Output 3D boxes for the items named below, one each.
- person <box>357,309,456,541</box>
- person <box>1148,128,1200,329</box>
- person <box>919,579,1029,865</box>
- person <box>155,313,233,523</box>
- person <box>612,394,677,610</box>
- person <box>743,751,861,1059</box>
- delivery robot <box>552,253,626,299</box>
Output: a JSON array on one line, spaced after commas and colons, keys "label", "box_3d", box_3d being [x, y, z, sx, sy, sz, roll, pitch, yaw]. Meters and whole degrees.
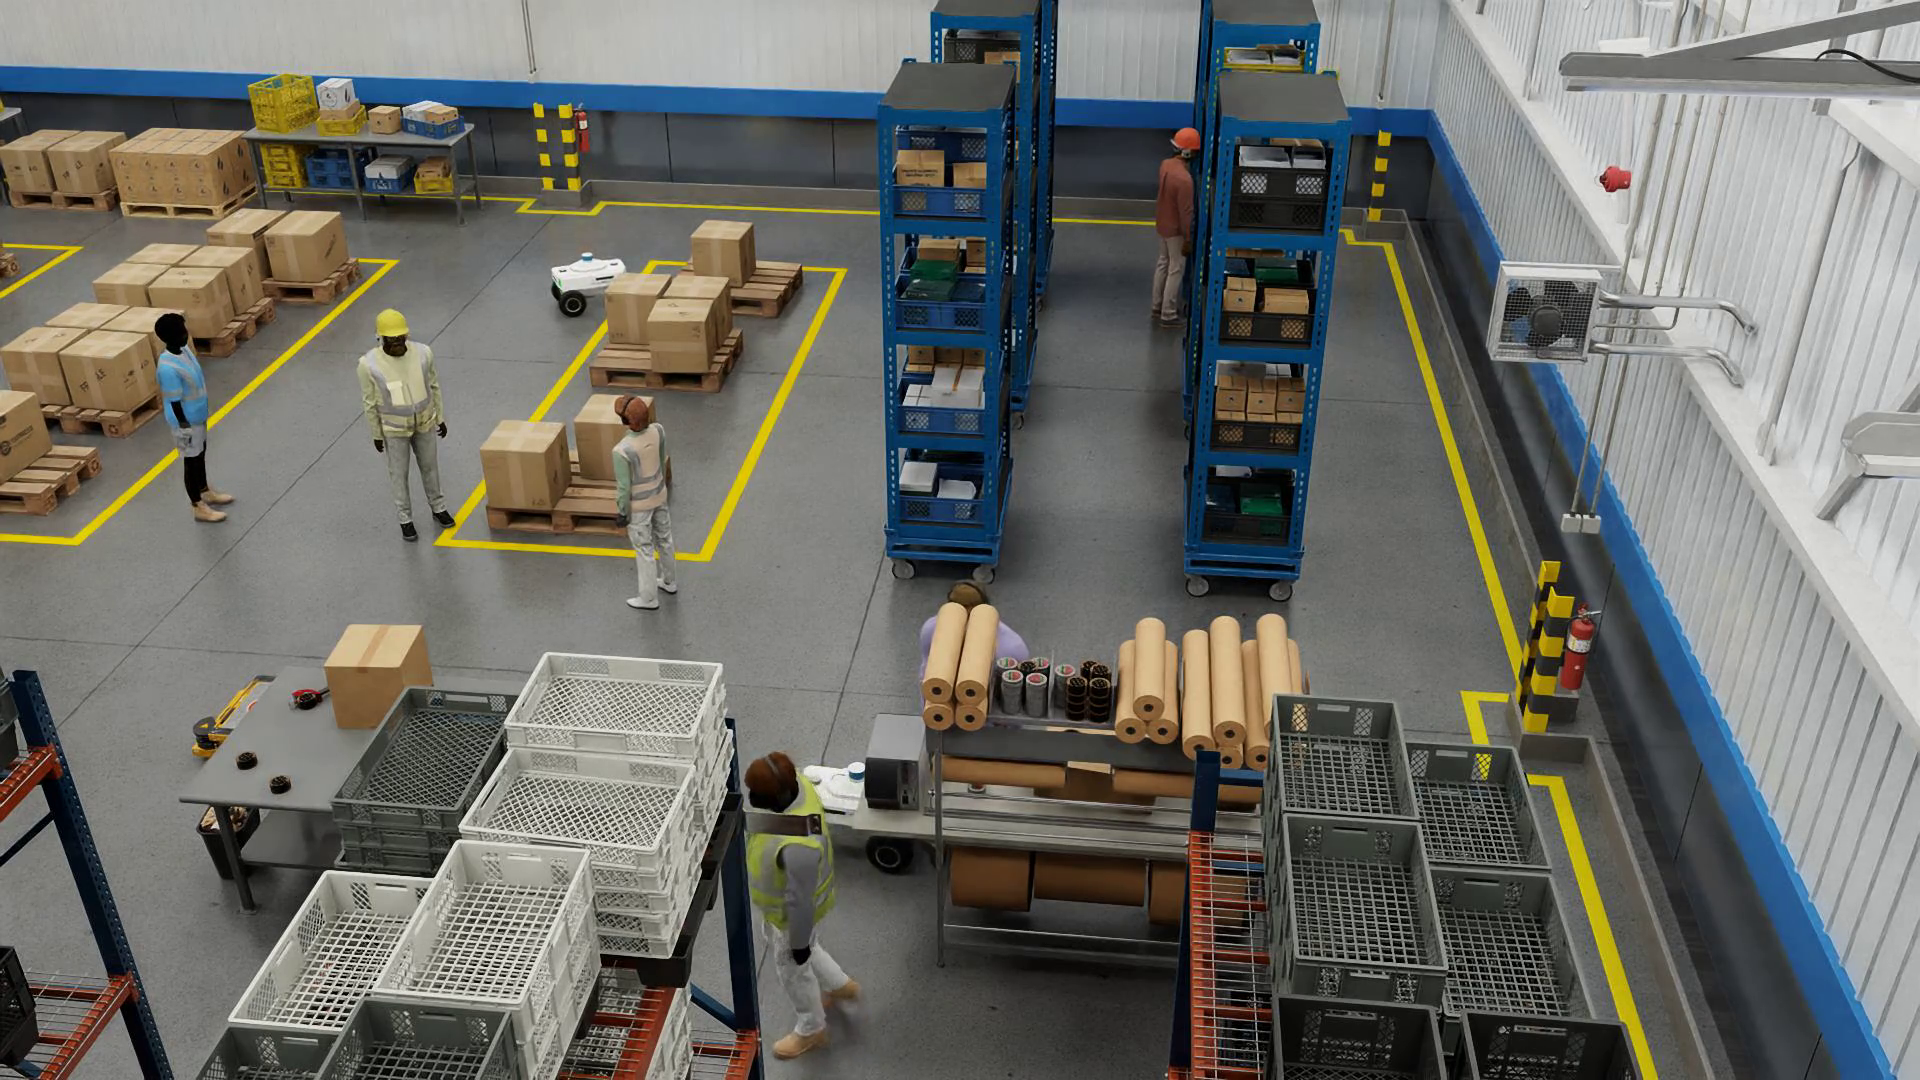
[{"label": "person", "box_3d": [-4.190, -0.889, 12.628, 0.591, 1.837, 0.403, -21, 36, -32]}, {"label": "person", "box_3d": [2.109, -3.029, 16.164, 0.410, 1.979, 0.629, -8, 31, -13]}, {"label": "person", "box_3d": [0.071, 1.030, 9.245, 0.628, 1.930, 0.370, 13, 33, 21]}, {"label": "person", "box_3d": [-5.966, -0.962, 12.888, 0.317, 1.697, 0.540, -5, 31, -9]}, {"label": "person", "box_3d": [-2.236, -0.270, 11.755, 0.309, 1.641, 0.513, 15, 34, 24]}, {"label": "person", "box_3d": [-0.783, 1.745, 8.127, 0.522, 1.812, 0.660, -7, 31, -12]}, {"label": "delivery robot", "box_3d": [-3.748, -2.666, 16.855, 0.707, 0.478, 0.477, -11, 32, -18]}]
